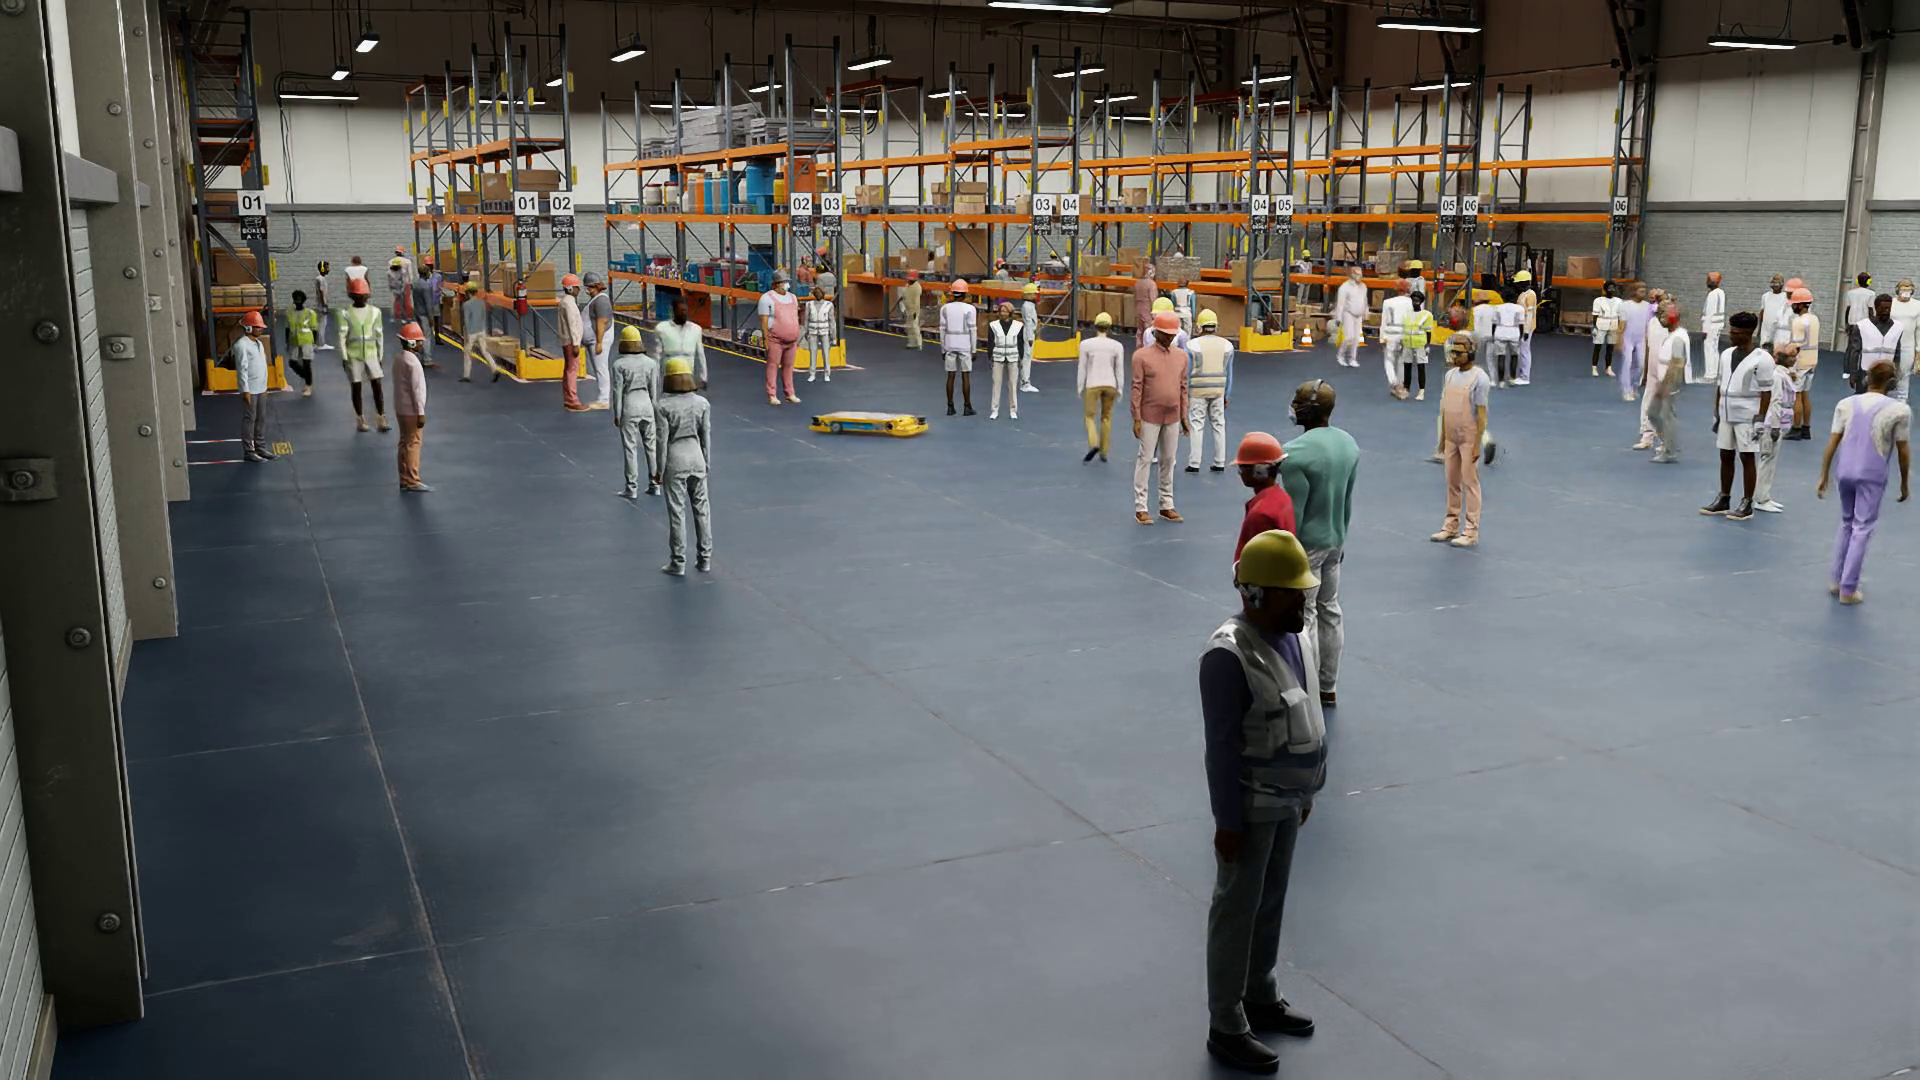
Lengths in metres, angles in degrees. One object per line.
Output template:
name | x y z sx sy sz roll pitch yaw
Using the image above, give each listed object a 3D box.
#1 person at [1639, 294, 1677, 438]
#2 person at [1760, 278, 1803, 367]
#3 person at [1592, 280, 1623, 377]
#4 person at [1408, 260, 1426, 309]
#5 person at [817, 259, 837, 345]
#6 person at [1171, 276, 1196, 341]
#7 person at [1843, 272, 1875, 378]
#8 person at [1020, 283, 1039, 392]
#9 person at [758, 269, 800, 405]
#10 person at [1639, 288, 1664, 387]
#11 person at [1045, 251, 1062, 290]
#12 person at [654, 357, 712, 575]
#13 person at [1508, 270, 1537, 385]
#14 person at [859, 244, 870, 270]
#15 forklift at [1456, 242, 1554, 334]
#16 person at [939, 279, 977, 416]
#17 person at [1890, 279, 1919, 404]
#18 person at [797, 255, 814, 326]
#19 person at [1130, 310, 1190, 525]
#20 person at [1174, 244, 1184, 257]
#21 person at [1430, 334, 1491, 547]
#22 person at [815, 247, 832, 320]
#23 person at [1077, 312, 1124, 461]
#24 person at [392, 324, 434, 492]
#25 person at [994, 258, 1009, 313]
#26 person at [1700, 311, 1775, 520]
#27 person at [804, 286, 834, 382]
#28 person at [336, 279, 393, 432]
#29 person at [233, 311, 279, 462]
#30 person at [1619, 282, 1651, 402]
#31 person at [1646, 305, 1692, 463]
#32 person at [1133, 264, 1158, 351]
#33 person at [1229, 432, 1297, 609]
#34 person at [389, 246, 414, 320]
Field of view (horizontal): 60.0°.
person | 8.991 -2.230 21.359 0.329 1.844 0.509 -2 11 -10
person | 12.459 -2.987 25.077 0.675 1.897 0.627 -1 11 -7
person | 11.410 -3.729 29.354 0.535 1.700 0.318 -1 11 -4
person | 9.225 -4.702 33.719 0.366 1.927 0.585 0 11 0
person | -2.918 -5.197 36.391 0.512 1.868 0.329 -9 14 -38
person | 4.405 -4.389 32.862 0.514 1.639 0.311 5 12 24
person | 15.634 -3.721 28.911 0.335 1.860 0.508 -7 13 -31
person | 1.132 -3.282 26.969 0.296 1.745 0.484 0 11 -2
person | -2.672 -3.066 25.115 0.685 2.000 0.538 -10 15 -43
person | 11.440 -3.331 27.475 0.311 1.642 0.512 -1 11 -3
person | 2.772 -7.685 49.289 0.531 1.768 0.311 3 12 16
person | -2.225 -0.591 13.311 0.484 1.737 0.305 -8 14 -36
person | 9.482 -3.569 27.993 0.392 1.921 0.589 1 11 4
person | -3.039 -8.381 52.427 0.383 1.923 0.588 5 12 23
forklift | 13.047 -6.049 39.881 2.313 2.155 1.214 -5 12 -23
person | -0.016 -2.740 23.716 0.547 1.938 0.377 4 12 19
person | 13.499 -2.775 23.919 0.628 1.933 0.368 4 12 19
person | -3.567 -5.649 38.582 0.401 1.906 0.649 0 11 -2
person | 1.867 -1.139 15.460 0.609 1.986 0.390 -5 12 -24
person | 6.869 -8.270 51.905 0.409 1.908 0.647 -2 11 -8
person | 4.360 -0.865 14.445 0.339 1.839 0.504 -5 12 -25
person | -3.385 -6.225 41.200 0.474 2.028 0.616 7 13 32
person | 1.634 -1.768 19.290 0.547 1.731 0.598 -1 11 -5
person | -5.665 -1.367 17.249 0.357 1.744 0.557 -9 14 -38
person | 1.018 -6.224 41.913 0.349 1.746 0.566 6 12 27
person | 7.347 -1.171 15.676 0.367 1.963 0.609 -4 12 -19
person | -2.411 -3.531 28.490 0.514 1.645 0.308 1 11 5
person | -7.785 -2.393 21.756 0.618 2.010 0.891 -7 13 -32
person | -8.182 -1.778 19.326 0.351 1.743 0.563 0 11 2
person | 10.309 -3.023 25.438 0.529 1.833 0.393 -1 11 -7
person | 8.172 -1.797 19.197 0.482 1.827 0.575 2 11 9
person | 3.582 -4.297 31.730 0.404 1.902 0.636 -6 13 -27
person | 1.579 0.298 8.777 0.356 1.743 0.575 4 12 20
person | -15.110 -6.953 44.994 0.613 1.991 0.391 -2 11 -8
